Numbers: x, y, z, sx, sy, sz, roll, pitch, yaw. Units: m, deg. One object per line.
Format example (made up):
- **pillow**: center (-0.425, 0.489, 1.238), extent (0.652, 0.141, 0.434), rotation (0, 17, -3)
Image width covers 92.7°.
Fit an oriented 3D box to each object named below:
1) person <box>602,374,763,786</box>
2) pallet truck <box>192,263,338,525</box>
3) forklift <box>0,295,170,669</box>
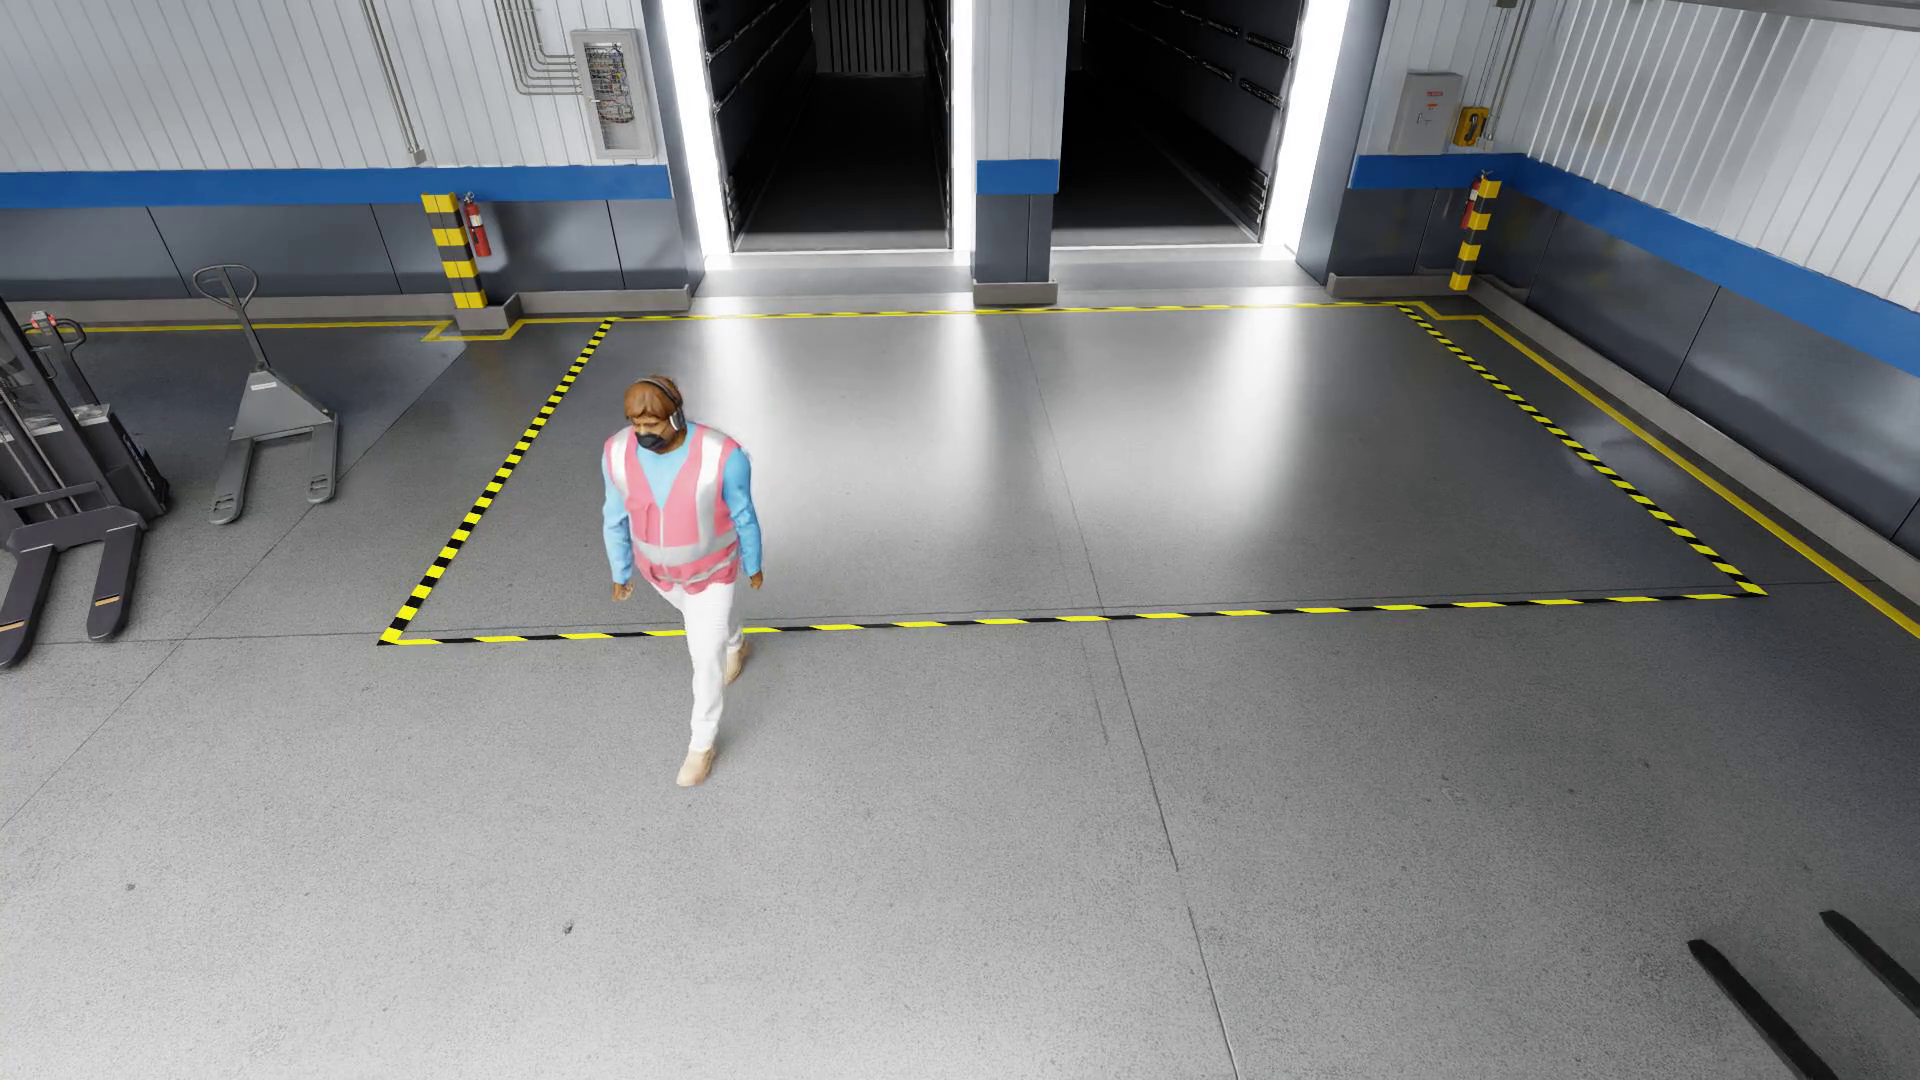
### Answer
- **person**: center (-1.206, 0.126, 3.990), extent (0.648, 1.787, 0.976), rotation (6, 35, 9)
- **pallet truck**: center (-4.778, -1.027, 6.128), extent (0.680, 1.201, 1.601), rotation (-17, 38, -23)
- **forklift**: center (-5.212, -0.618, 4.878), extent (0.823, 1.965, 1.885), rotation (-20, 39, -26)
